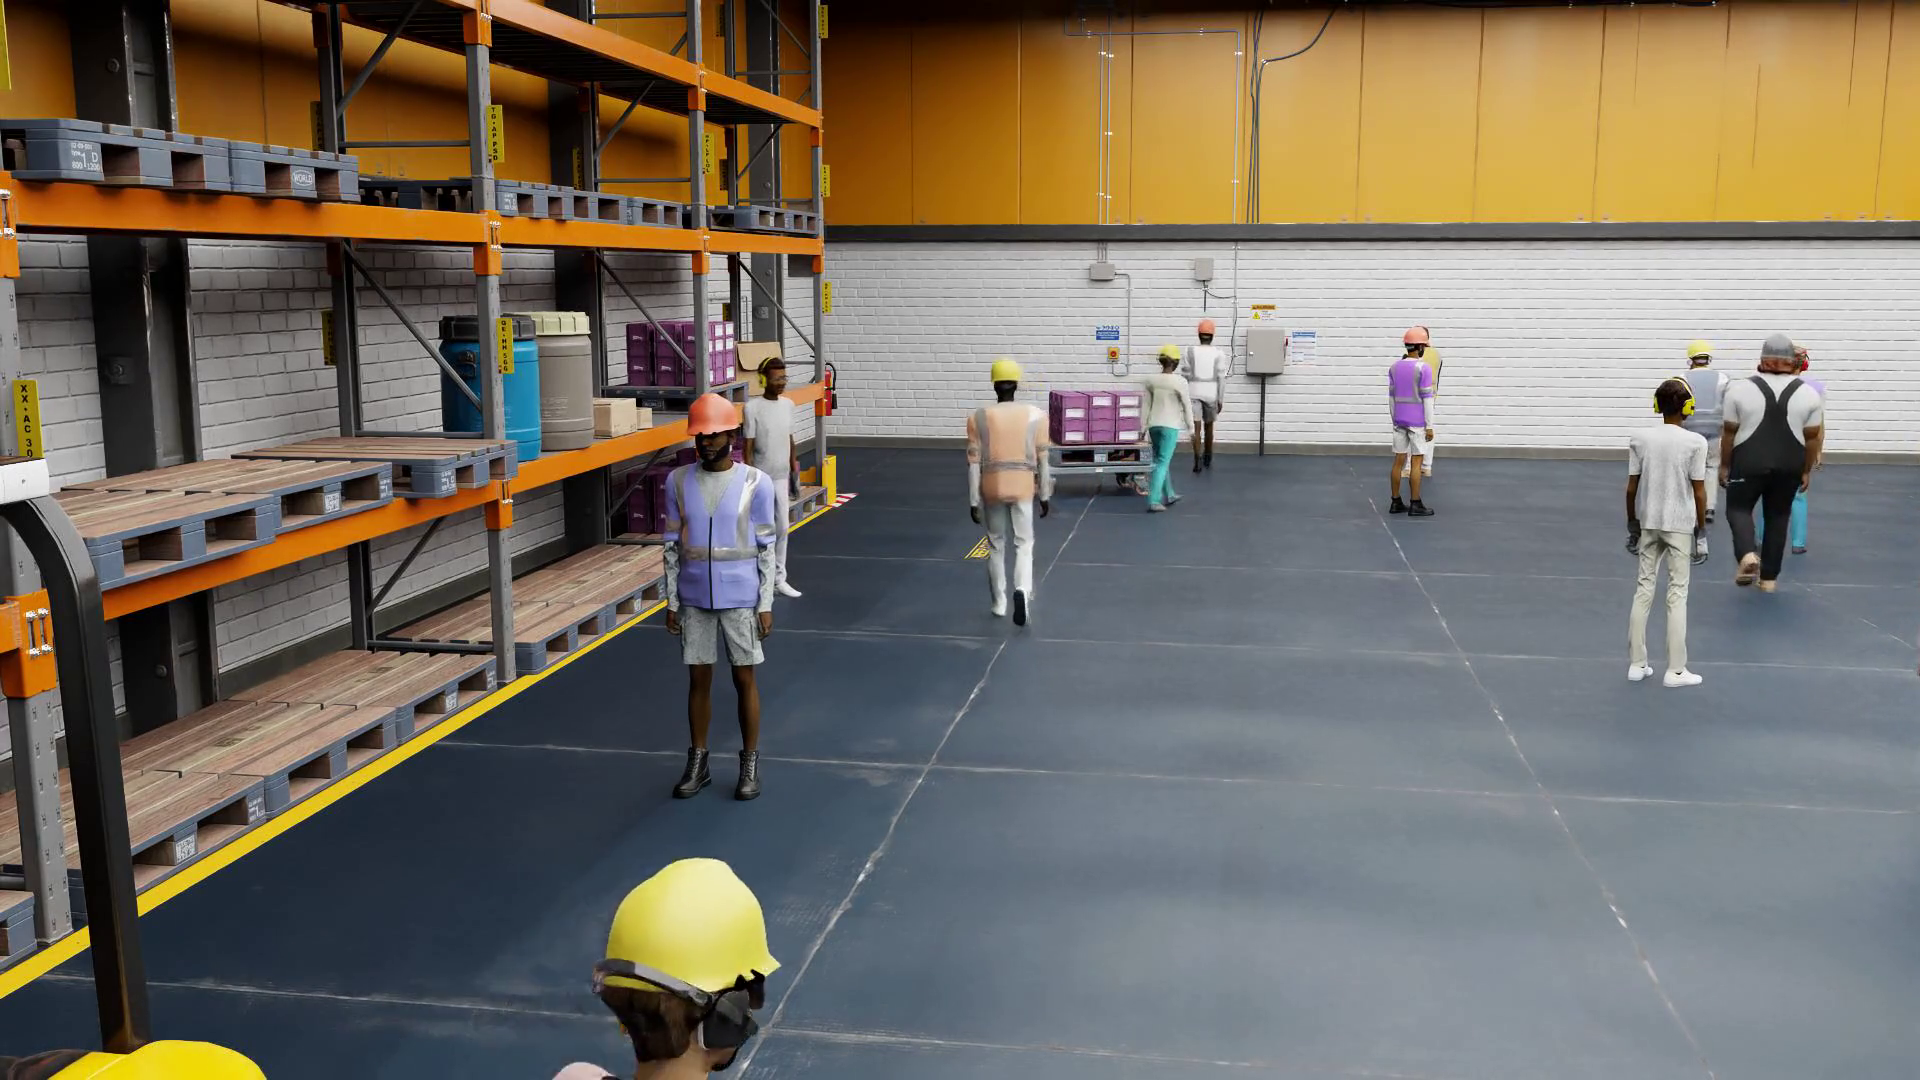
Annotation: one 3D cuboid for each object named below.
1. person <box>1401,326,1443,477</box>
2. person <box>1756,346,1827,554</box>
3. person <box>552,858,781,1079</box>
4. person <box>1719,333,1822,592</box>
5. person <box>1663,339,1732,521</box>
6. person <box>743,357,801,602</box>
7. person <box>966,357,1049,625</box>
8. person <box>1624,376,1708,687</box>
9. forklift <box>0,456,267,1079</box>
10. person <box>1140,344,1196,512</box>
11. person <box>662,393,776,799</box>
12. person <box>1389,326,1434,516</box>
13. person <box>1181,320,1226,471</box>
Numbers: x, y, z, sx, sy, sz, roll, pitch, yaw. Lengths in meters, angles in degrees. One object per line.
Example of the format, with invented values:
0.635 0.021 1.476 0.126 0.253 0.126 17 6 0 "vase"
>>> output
5.541 -1.670 20.162 0.621 1.845 0.430 -6 11 -34 "person"
7.324 -0.791 14.726 0.570 1.843 0.373 4 10 25 "person"
-0.432 1.294 2.211 0.518 1.731 0.726 7 12 39 "person"
6.279 -0.598 12.937 0.695 2.000 0.602 3 10 15 "person"
7.323 -1.076 16.535 0.622 1.823 0.403 2 9 14 "person"
-1.432 -0.460 12.653 0.321 1.860 0.527 8 12 42 "person"
0.339 -0.344 11.795 0.596 1.907 0.789 0 9 0 "person"
4.283 -0.052 10.079 0.328 1.877 0.521 -8 12 -40 "person"
-2.328 0.975 2.765 2.313 2.155 1.214 1 9 9 "forklift"
2.214 -1.174 17.421 0.547 1.726 0.833 9 13 43 "person"
-1.147 0.272 7.886 0.549 1.937 0.358 1 9 7 "person"
4.637 -1.213 17.042 0.351 1.941 0.545 -6 11 -33 "person"
3.068 -1.822 20.998 0.550 1.889 1.012 1 9 4 "person"
